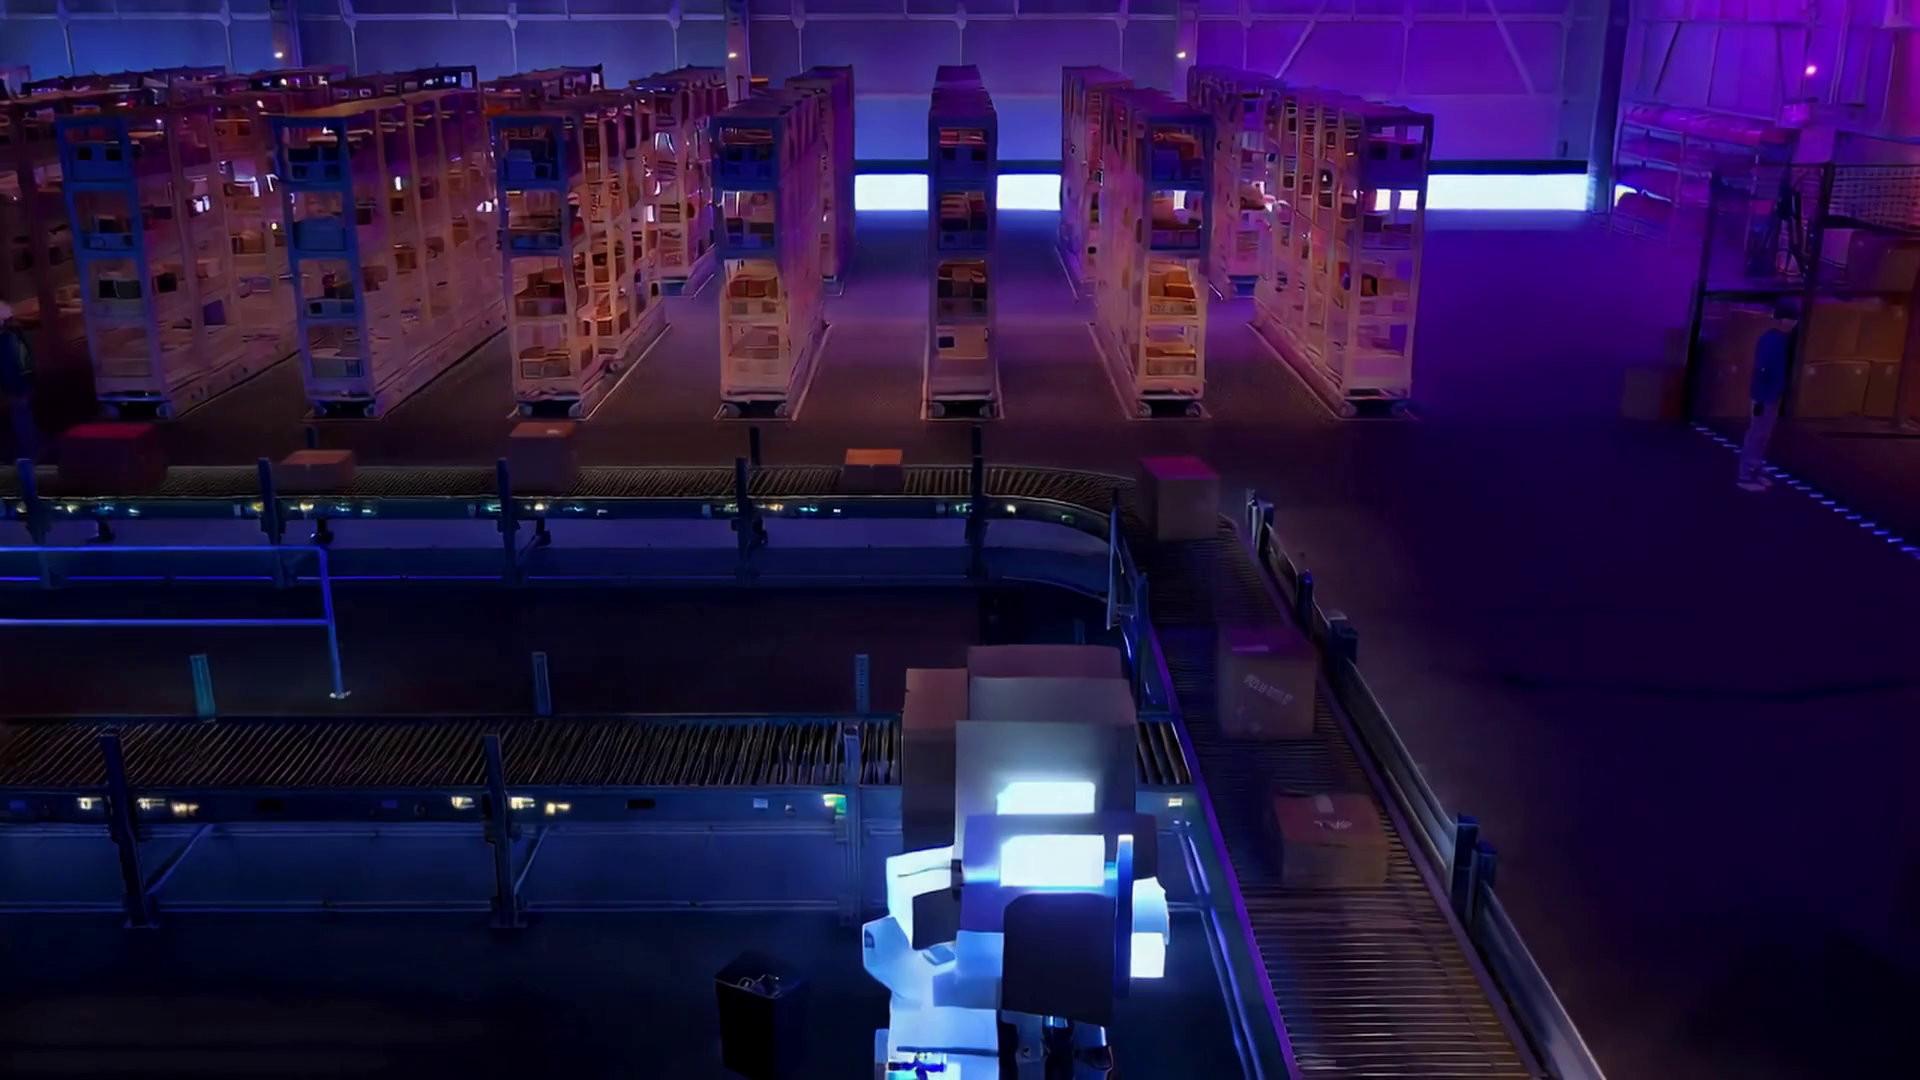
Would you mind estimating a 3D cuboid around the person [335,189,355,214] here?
[{"bbox_3d":[-11.177,-5.844,30.681,0.578,1.831,0.461,-2,18,-6],"label":"person"}]

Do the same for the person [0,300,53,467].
[{"bbox_3d":[-10.132,-1.672,17.837,0.422,1.817,0.621,-5,19,-15],"label":"person"}]

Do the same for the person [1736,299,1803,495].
[{"bbox_3d":[8.253,-1.466,16.932,0.398,1.990,0.622,17,25,42],"label":"person"}]
